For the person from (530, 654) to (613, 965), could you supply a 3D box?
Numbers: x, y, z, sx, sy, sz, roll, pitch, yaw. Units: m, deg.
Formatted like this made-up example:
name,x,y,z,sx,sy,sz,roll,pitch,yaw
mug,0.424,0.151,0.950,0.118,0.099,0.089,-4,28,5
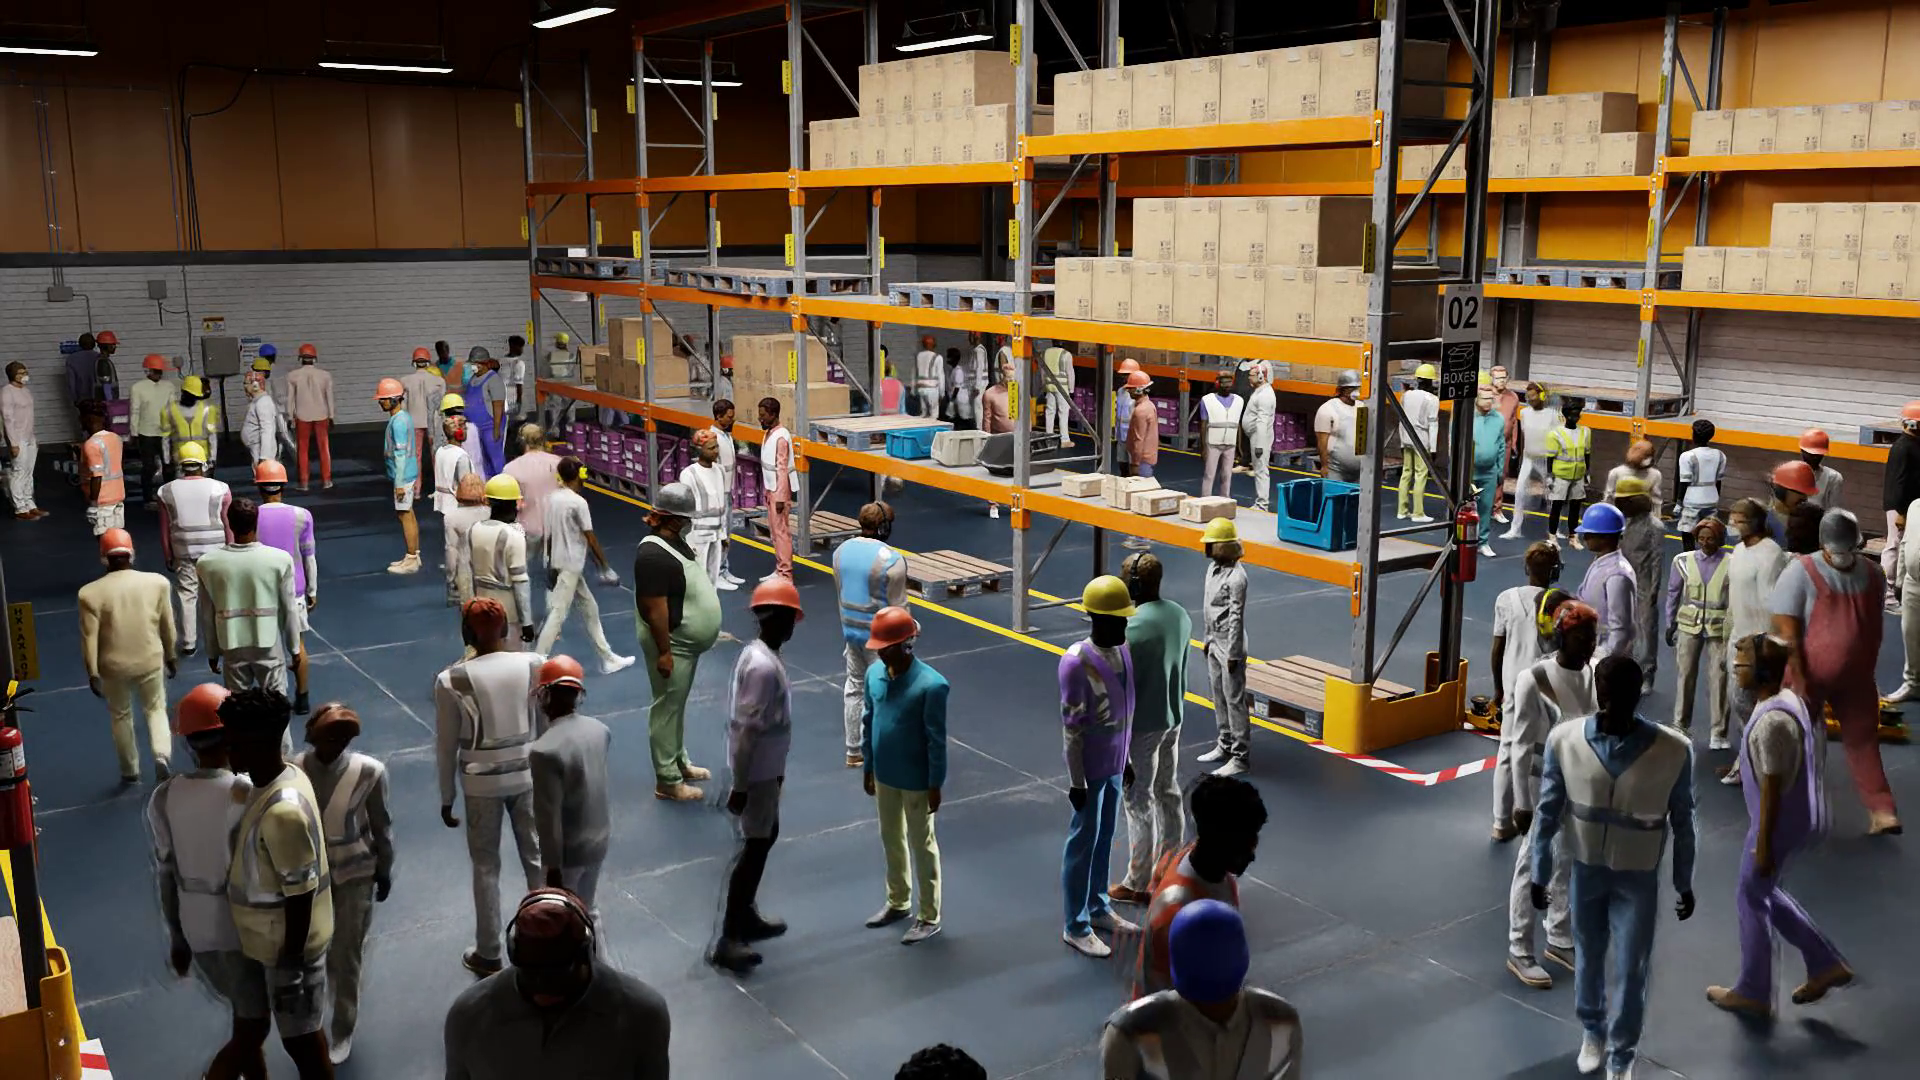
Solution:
name,x,y,z,sx,sy,sz,roll,pitch,yaw
person,-1.793,1.387,7.598,0.421,1.706,0.645,4,12,18

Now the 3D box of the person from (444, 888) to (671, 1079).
name,x,y,z,sx,sy,sz,roll,pitch,yaw
person,-1.111,1.872,4.632,0.639,1.902,0.407,-2,11,-8

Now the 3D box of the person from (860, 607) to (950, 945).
name,x,y,z,sx,sy,sz,roll,pitch,yaw
person,-0.309,1.188,8.547,0.578,1.737,0.354,10,15,42

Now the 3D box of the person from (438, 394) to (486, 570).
name,x,y,z,sx,sy,sz,roll,pitch,yaw
person,-5.155,-0.558,17.143,0.773,1.880,0.675,2,11,9

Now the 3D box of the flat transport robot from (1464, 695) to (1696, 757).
name,x,y,z,sx,sy,sz,roll,pitch,yaw
flat transport robot,4.330,1.313,11.675,0.652,0.197,1.431,-7,13,-33

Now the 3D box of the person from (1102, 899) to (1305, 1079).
name,x,y,z,sx,sy,sz,roll,pitch,yaw
person,0.687,1.867,4.642,0.627,1.905,0.546,-3,11,-15

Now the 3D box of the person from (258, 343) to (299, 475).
name,x,y,z,sx,sy,sz,roll,pitch,yaw
person,-9.720,-1.866,23.826,1.018,1.891,0.580,6,12,27

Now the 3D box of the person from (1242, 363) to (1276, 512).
name,x,y,z,sx,sy,sz,roll,pitch,yaw
person,3.671,-1.226,20.495,0.399,1.900,0.644,1,11,7

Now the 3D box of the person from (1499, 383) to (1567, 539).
name,x,y,z,sx,sy,sz,roll,pitch,yaw
person,6.649,-0.891,19.019,0.595,1.821,0.679,10,15,43

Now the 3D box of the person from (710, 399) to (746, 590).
name,x,y,z,sx,sy,sz,roll,pitch,yaw
person,-2.379,-0.451,16.519,0.408,1.907,0.598,0,11,2

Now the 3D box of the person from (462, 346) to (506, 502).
name,x,y,z,sx,sy,sz,roll,pitch,yaw
person,-6.186,-1.512,21.589,0.535,2.000,0.683,-11,15,-43

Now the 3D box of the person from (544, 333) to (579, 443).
name,x,y,z,sx,sy,sz,roll,pitch,yaw
person,-6.522,-2.493,27.278,0.603,1.783,0.927,0,11,2

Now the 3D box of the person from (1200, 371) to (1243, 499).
name,x,y,z,sx,sy,sz,roll,pitch,yaw
person,3.156,-1.133,20.148,0.563,1.847,0.388,-4,12,-18

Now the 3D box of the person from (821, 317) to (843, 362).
name,x,y,z,sx,sy,sz,roll,pitch,yaw
person,-2.490,-3.648,32.750,0.377,1.958,0.599,7,13,32

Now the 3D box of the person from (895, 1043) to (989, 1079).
name,x,y,z,sx,sy,sz,roll,pitch,yaw
person,-0.024,2.058,4.213,0.321,1.692,0.530,-10,15,-42

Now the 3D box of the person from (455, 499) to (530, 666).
name,x,y,z,sx,sy,sz,roll,pitch,yaw
person,-3.506,0.410,12.563,0.620,1.731,0.570,4,12,18

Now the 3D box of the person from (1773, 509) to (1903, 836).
name,x,y,z,sx,sy,sz,roll,pitch,yaw
person,5.271,0.749,10.020,0.701,2.000,0.918,0,11,-2

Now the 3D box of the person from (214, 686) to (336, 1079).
name,x,y,z,sx,sy,sz,roll,pitch,yaw
person,-2.579,1.505,6.339,0.362,1.963,0.614,-5,12,-24

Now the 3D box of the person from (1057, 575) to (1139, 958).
name,x,y,z,sx,sy,sz,roll,pitch,yaw
person,0.715,1.120,8.413,0.366,1.927,0.585,7,13,31

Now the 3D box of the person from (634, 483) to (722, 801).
name,x,y,z,sx,sy,sz,roll,pitch,yaw
person,-1.792,0.625,10.654,0.537,2.000,0.678,0,11,0

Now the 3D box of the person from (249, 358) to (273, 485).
name,x,y,z,sx,sy,sz,roll,pitch,yaw
person,-9.596,-1.633,22.944,0.349,1.758,0.522,1,11,3

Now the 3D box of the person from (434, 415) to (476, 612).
name,x,y,z,sx,sy,sz,roll,pitch,yaw
person,-4.714,-0.248,15.613,0.390,1.850,0.565,-10,15,-41

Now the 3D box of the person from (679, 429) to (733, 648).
name,x,y,z,sx,sy,sz,roll,pitch,yaw
person,-2.188,-0.017,14.348,0.358,1.882,0.574,5,12,25

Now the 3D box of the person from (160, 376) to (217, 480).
name,x,y,z,sx,sy,sz,roll,pitch,yaw
person,-9.008,-1.005,19.436,0.593,1.867,0.765,-7,13,-31

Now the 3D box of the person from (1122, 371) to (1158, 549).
name,x,y,z,sx,sy,sz,roll,pitch,yaw
person,2.010,-0.897,18.593,0.408,1.987,0.614,3,11,14

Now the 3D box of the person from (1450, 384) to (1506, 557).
name,x,y,z,sx,sy,sz,roll,pitch,yaw
person,5.615,-0.742,18.032,0.642,1.898,0.398,-2,11,-11

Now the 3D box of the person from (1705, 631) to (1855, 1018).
name,x,y,z,sx,sy,sz,roll,pitch,yaw
person,3.793,1.323,7.651,0.560,1.820,0.552,8,14,37

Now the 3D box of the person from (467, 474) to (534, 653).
name,x,y,z,sx,sy,sz,roll,pitch,yaw
person,-3.188,0.492,11.659,0.589,1.919,0.389,9,14,40

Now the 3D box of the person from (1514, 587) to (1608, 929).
name,x,y,z,sx,sy,sz,roll,pitch,yaw
person,3.070,1.150,8.487,0.565,1.838,0.550,-5,12,-25

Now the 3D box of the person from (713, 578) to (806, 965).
name,x,y,z,sx,sy,sz,roll,pitch,yaw
person,-1.009,1.153,8.351,0.492,1.886,0.698,0,11,-2

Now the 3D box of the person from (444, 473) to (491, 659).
name,x,y,z,sx,sy,sz,roll,pitch,yaw
person,-3.932,0.264,13.542,0.499,1.634,0.280,-6,12,-28

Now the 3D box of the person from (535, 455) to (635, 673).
name,x,y,z,sx,sy,sz,roll,pitch,yaw
person,-3.076,0.237,13.241,0.953,1.808,0.546,-7,13,-32

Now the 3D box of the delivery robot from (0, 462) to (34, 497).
name,x,y,z,sx,sy,sz,roll,pitch,yaw
delivery robot,-12.140,-0.756,21.293,0.477,0.478,0.707,-10,15,-41

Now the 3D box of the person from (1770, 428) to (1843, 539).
name,x,y,z,sx,sy,sz,roll,pitch,yaw
person,7.184,-0.004,14.179,0.550,1.925,0.390,4,12,21

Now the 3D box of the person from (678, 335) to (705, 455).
name,x,y,z,sx,sy,sz,roll,pitch,yaw
person,-4.173,-2.259,25.884,0.413,1.867,0.607,-9,14,-37

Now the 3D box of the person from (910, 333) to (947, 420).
name,x,y,z,sx,sy,sz,roll,pitch,yaw
person,-0.512,-2.295,26.024,0.617,1.868,0.497,9,14,38

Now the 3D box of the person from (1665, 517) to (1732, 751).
name,x,y,z,sx,sy,sz,roll,pitch,yaw
person,5.201,0.642,11.624,0.526,1.632,0.314,7,13,32

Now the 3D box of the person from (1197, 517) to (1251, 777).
name,x,y,z,sx,sy,sz,roll,pitch,yaw
person,1.745,0.702,11.052,0.354,1.735,0.485,-2,11,-11

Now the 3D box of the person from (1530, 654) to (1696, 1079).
name,x,y,z,sx,sy,sz,roll,pitch,yaw
person,2.734,1.408,6.989,0.648,1.899,0.716,6,13,28

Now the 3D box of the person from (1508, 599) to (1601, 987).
name,x,y,z,sx,sy,sz,roll,pitch,yaw
person,2.912,1.213,8.053,0.576,1.882,0.350,-5,12,-24

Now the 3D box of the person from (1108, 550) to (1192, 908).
name,x,y,z,sx,sy,sz,roll,pitch,yaw
person,1.007,1.010,8.976,0.377,1.931,0.629,9,14,40

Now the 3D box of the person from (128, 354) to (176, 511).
name,x,y,z,sx,sy,sz,roll,pitch,yaw
person,-10.134,-1.360,20.970,0.443,1.979,0.658,6,13,29

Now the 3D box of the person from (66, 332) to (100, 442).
name,x,y,z,sx,sy,sz,roll,pitch,yaw
person,-13.174,-2.176,25.253,0.630,1.940,0.372,-2,11,-10

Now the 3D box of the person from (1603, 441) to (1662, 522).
name,x,y,z,sx,sy,sz,roll,pitch,yaw
person,6.393,-0.150,15.772,0.519,1.579,0.875,0,11,0
